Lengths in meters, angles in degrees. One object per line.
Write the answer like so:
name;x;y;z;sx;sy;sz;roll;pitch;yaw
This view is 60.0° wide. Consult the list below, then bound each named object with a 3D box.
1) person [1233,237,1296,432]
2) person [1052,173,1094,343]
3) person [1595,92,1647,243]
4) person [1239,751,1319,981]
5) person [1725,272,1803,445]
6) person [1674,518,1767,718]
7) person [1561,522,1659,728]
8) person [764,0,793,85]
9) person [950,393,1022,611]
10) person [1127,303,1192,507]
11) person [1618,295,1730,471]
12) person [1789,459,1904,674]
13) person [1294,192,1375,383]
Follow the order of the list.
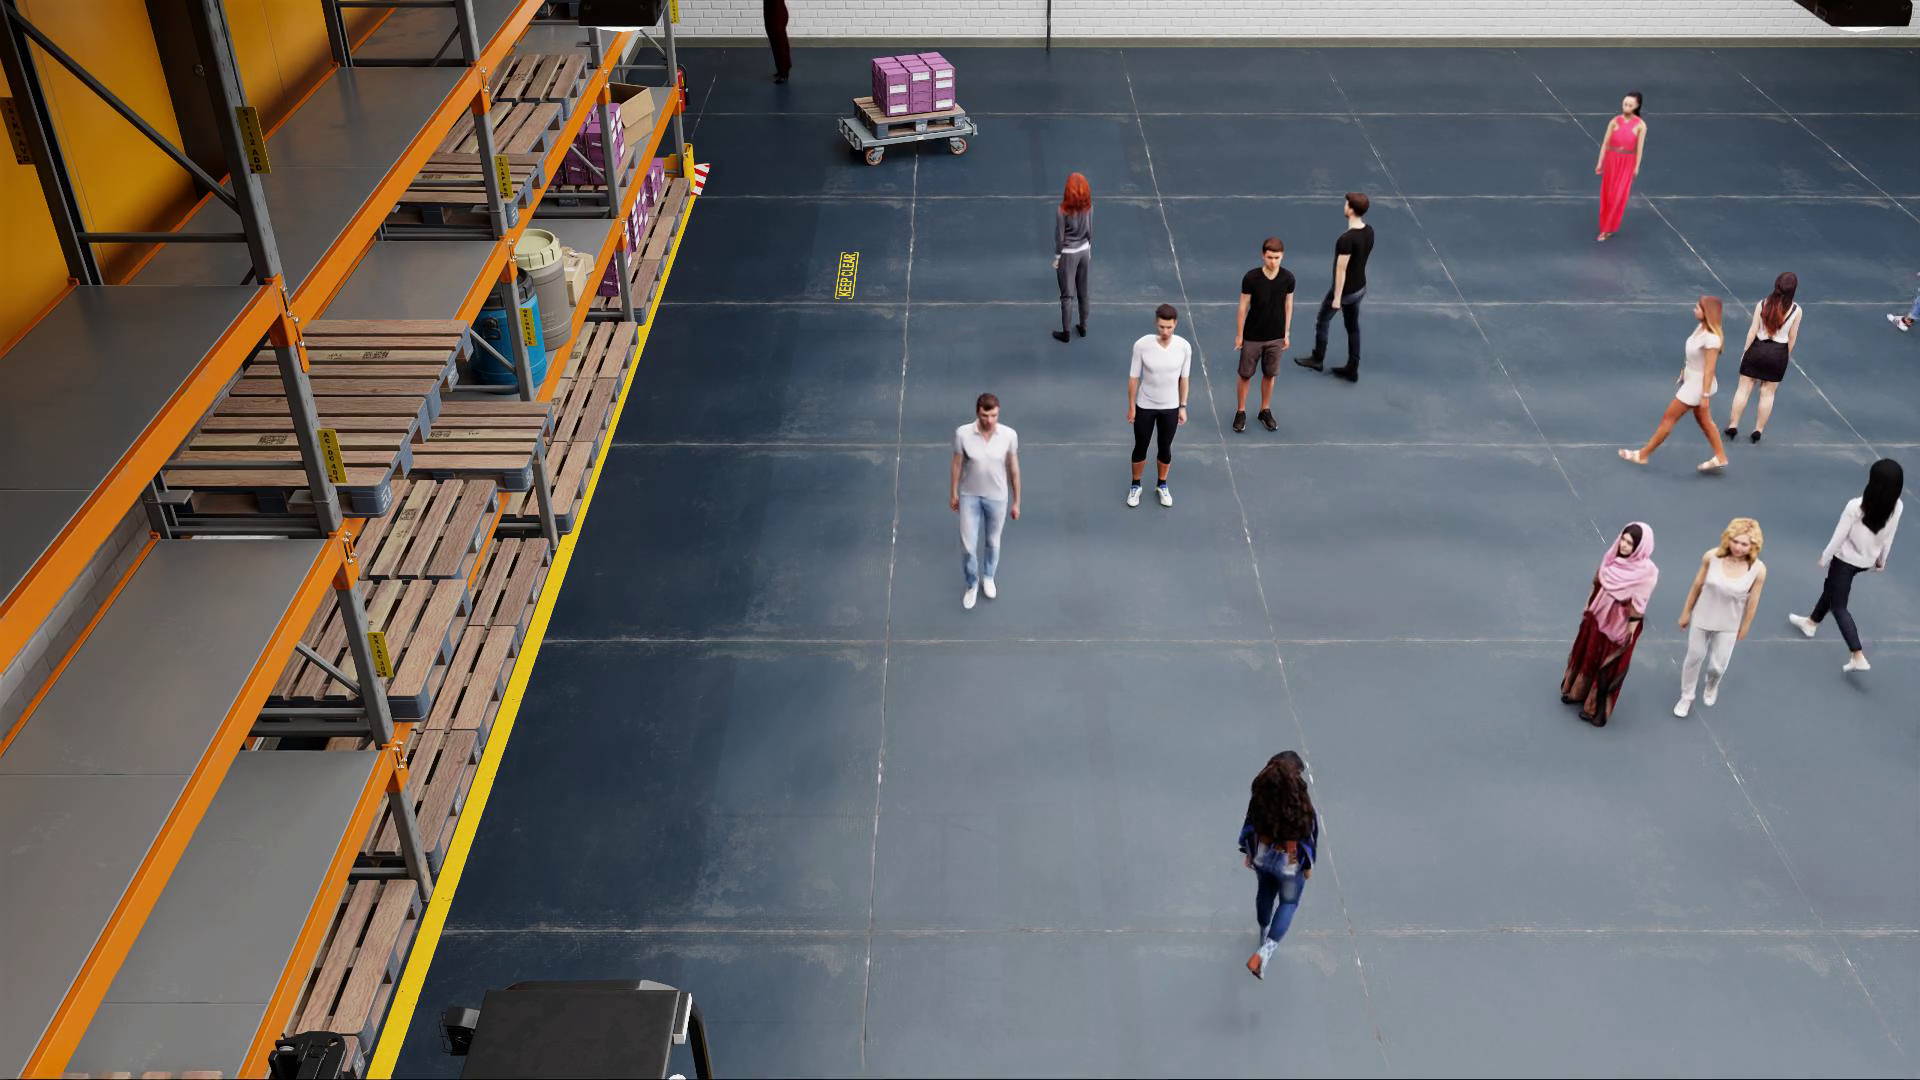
person;2.779;-1.898;15.218;0.675;1.862;0.588;-2;34;-3
person;1.140;-2.843;16.714;0.655;1.779;0.655;-17;37;-23
person;7.520;-4.260;18.918;0.822;1.699;0.909;23;40;31
person;1.841;1.925;9.699;0.823;1.603;0.948;16;37;23
person;7.280;-1.645;15.031;0.615;1.647;0.620;13;36;18
person;5.380;0.516;11.767;0.748;1.660;0.803;22;40;30
person;4.615;0.554;11.732;0.803;1.636;0.668;-12;35;-17
person;-2.582;-7.384;23.564;0.730;1.757;0.551;-3;34;-4
person;0.182;-0.375;12.950;0.696;1.835;0.691;-1;34;-2
person;1.674;-1.161;14.114;0.650;1.855;0.541;0;34;0
person;6.539;-1.323;14.550;0.839;1.643;1.150;7;34;10
person;6.610;0.203;12.231;0.819;1.668;1.164;-9;35;-14
person;3.786;-2.375;15.922;0.981;1.876;1.044;-29;43;-36
